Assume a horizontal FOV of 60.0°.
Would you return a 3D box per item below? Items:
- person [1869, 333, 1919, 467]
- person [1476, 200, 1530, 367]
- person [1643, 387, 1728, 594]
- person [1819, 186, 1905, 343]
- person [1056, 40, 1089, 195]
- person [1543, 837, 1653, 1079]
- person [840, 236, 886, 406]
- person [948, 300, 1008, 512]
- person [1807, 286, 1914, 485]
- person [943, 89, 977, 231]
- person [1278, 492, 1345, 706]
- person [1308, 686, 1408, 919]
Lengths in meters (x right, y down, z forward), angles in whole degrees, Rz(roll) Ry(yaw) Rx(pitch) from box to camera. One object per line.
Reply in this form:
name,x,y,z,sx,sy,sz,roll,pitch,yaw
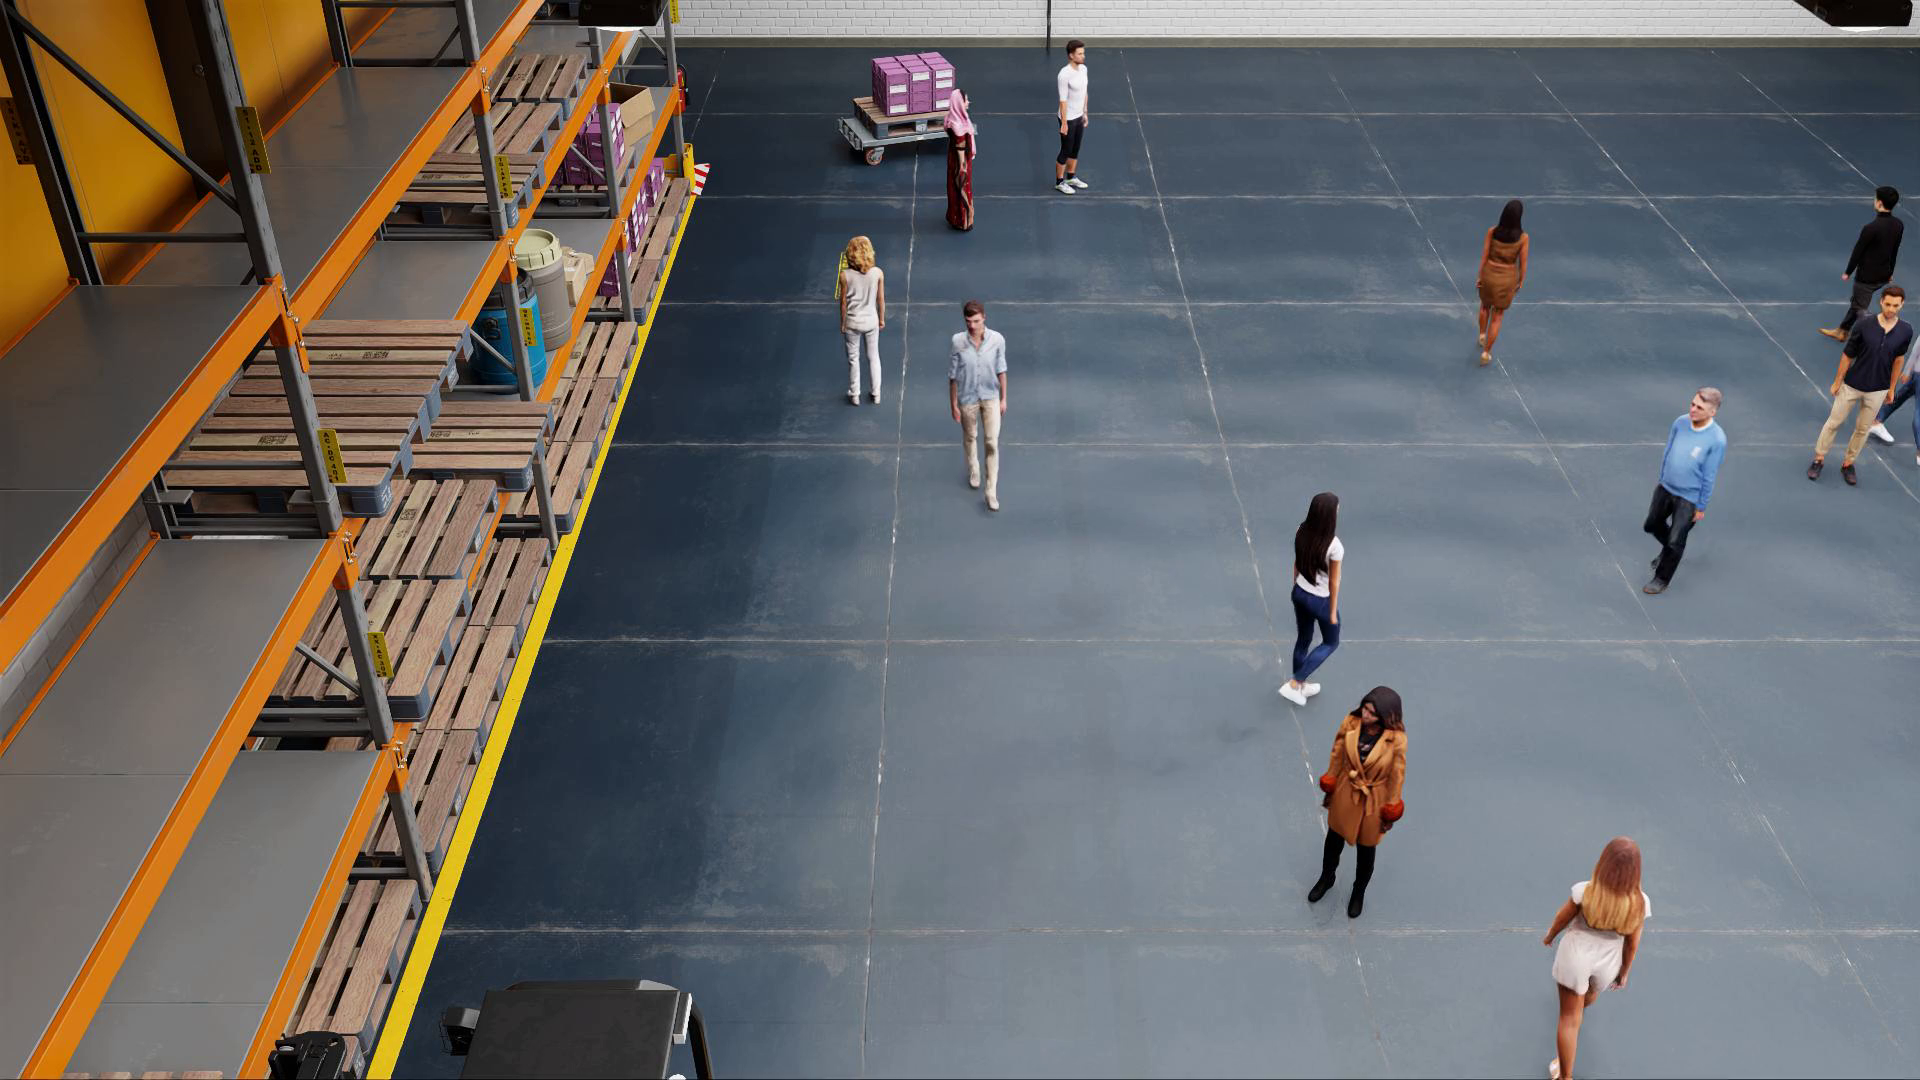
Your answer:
person,8.570,-1.572,14.878,0.957,1.694,1.198,-16,37,-22
person,5.251,-2.480,16.269,0.794,1.666,0.933,15,37,22
person,5.725,-0.412,13.032,0.902,1.805,0.852,-19,38,-26
person,9.063,-2.610,16.443,0.922,1.690,1.085,-13,36,-19
person,1.346,-5.124,20.083,0.798,1.848,0.708,23,40,30
person,3.411,2.352,9.005,0.714,1.661,1.066,5,34,8
person,-0.928,-2.060,15.632,0.639,1.671,0.630,-9,35,-13
person,0.149,-1.254,14.286,0.655,1.820,0.976,-1,34,-1
person,7.833,-1.348,14.395,0.711,1.856,0.646,10,35,15
person,-0.009,-4.390,19.168,0.710,1.637,0.525,-1,34,-1
person,2.444,0.467,11.744,0.831,1.767,0.778,-20,38,-27
person,2.438,1.573,10.119,0.779,1.724,0.798,21,39,29
